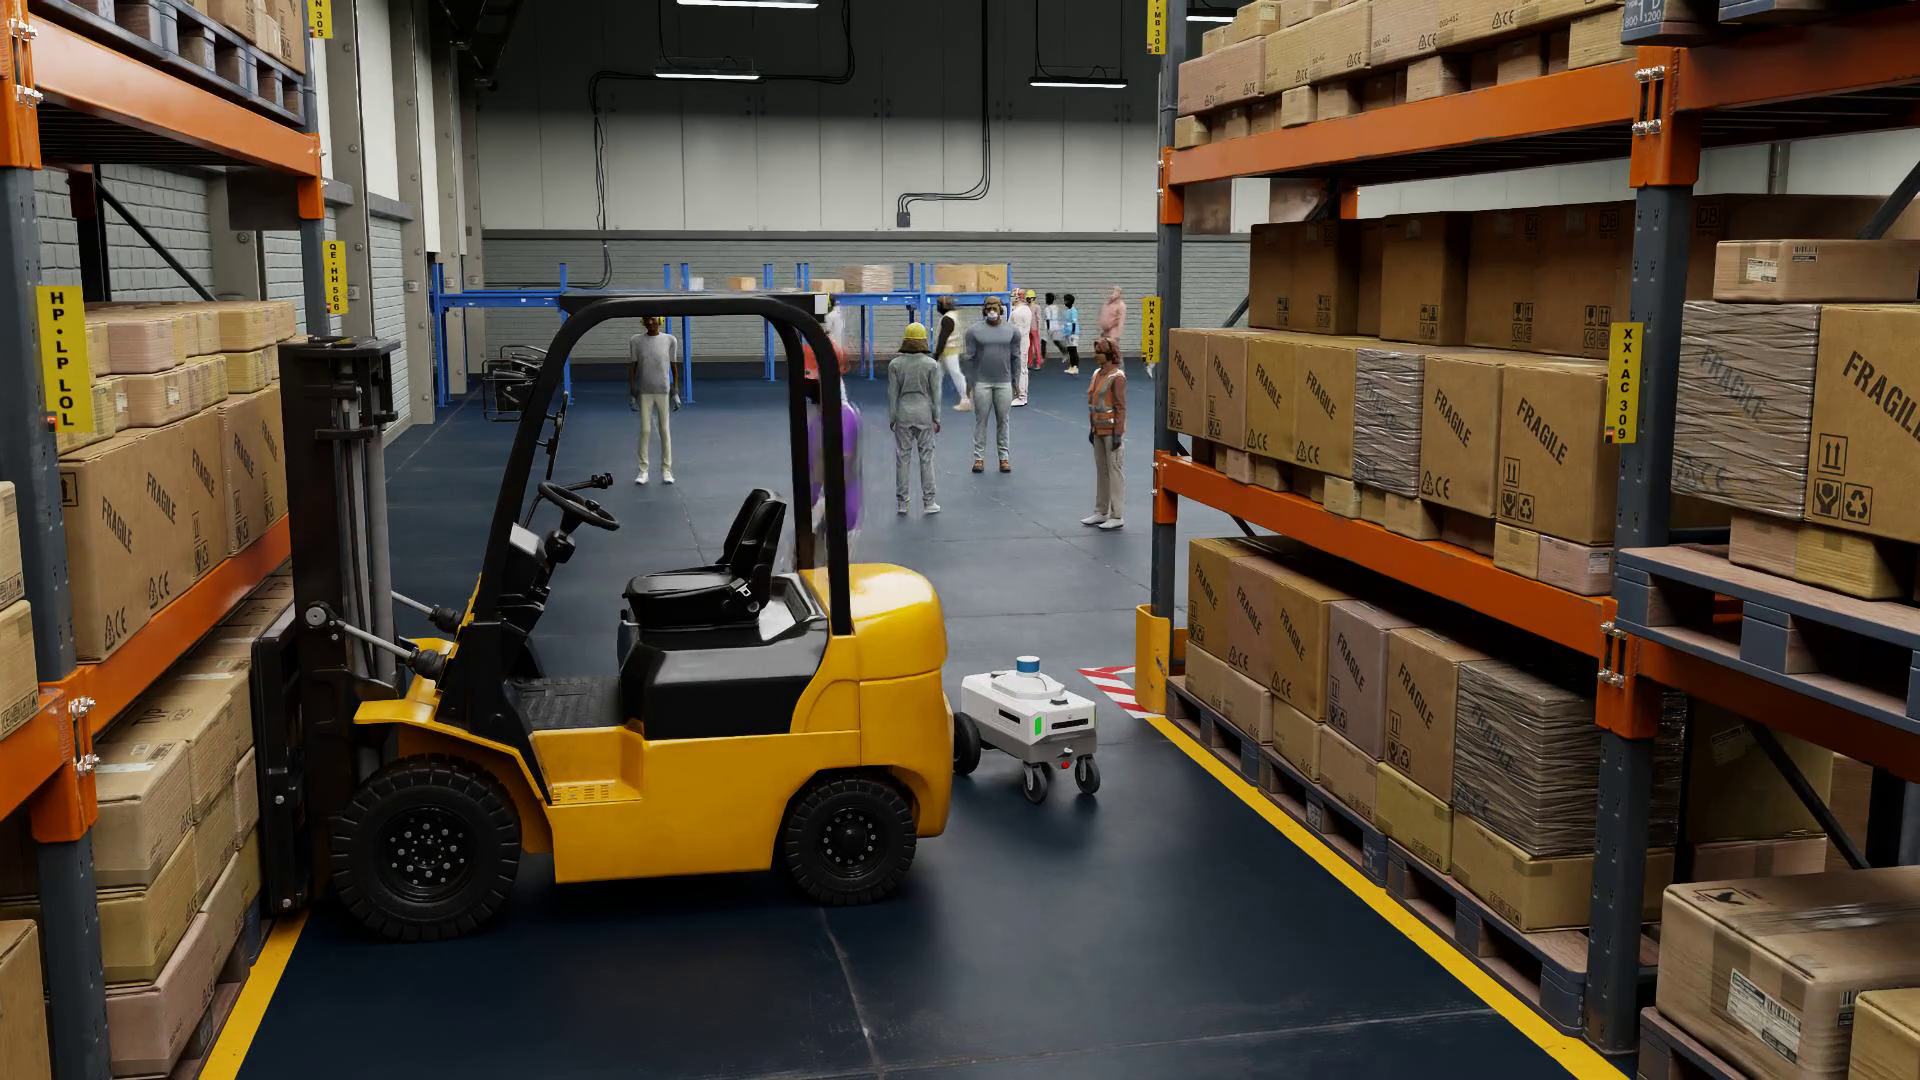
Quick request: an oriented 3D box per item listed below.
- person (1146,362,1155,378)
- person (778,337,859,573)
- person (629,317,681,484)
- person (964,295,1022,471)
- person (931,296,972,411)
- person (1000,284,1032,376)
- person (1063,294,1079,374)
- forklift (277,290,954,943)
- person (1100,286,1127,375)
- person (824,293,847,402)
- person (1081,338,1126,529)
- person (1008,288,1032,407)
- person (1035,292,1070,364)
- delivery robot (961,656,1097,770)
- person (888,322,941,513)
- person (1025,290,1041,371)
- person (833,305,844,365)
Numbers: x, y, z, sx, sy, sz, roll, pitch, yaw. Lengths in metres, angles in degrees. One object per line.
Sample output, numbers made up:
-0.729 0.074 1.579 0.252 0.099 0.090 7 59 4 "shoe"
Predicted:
4.024 -4.005 33.263 0.737 1.609 0.521 9 13 43 "person"
-0.801 -0.100 8.608 0.732 1.895 0.565 -5 11 -29 "person"
-3.187 -1.523 17.353 0.528 1.869 0.313 -1 9 -9 "person"
0.364 -1.728 18.390 0.636 1.938 0.358 0 9 -2 "person"
-0.254 -2.930 26.166 0.958 1.792 0.633 0 9 -2 "person"
1.086 -4.258 33.944 0.607 1.899 0.961 -6 11 -33 "person"
2.347 -4.356 35.196 0.331 1.687 0.532 -2 10 -14 "person"
-1.179 0.175 6.143 2.313 2.155 1.214 -2 10 -12 "forklift"
3.073 -4.162 33.474 0.438 1.879 0.716 -5 11 -28 "person"
-2.127 -2.953 26.209 0.792 1.832 0.513 0 9 1 "person"
1.271 -0.921 14.376 0.314 1.642 0.515 -4 10 -21 "person"
0.937 -3.134 27.058 0.407 1.908 0.641 2 10 14 "person"
2.179 -4.948 38.844 0.813 1.665 0.531 6 11 34 "person"
0.299 0.754 7.311 0.477 0.478 0.707 -5 11 -28 "delivery robot"
-0.412 -1.123 15.296 0.492 1.742 0.323 1 9 9 "person"
1.567 -4.602 36.489 0.378 1.756 0.536 -8 13 -42 "person"
-2.708 -4.562 35.707 0.405 1.922 0.578 -2 9 -11 "person"
